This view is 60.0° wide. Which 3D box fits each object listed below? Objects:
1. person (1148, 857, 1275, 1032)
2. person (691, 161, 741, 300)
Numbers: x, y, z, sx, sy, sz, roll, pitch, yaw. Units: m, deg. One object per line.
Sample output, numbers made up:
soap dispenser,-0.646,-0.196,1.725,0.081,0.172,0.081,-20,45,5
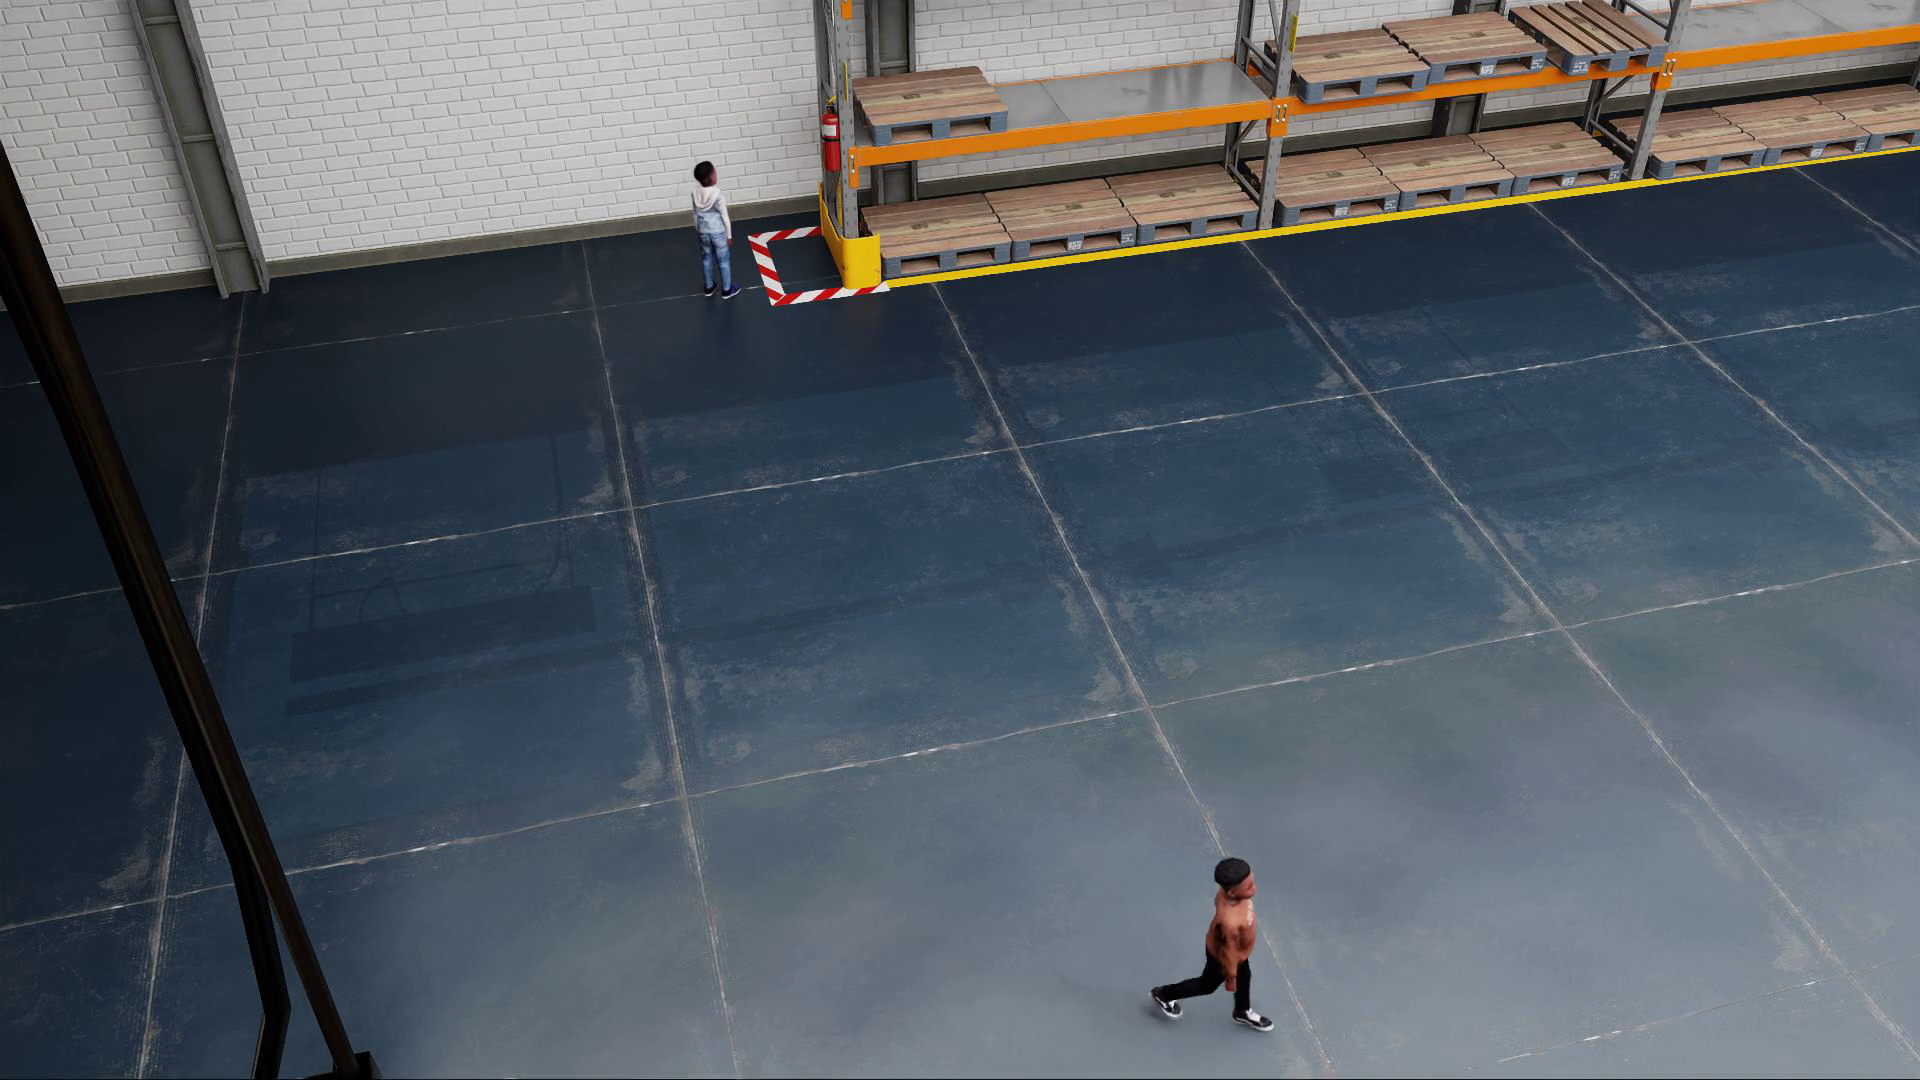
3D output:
person,1.297,2.083,8.517,0.972,1.233,0.809,10,40,13
person,-2.160,-2.702,14.488,0.550,1.259,0.624,13,40,16
